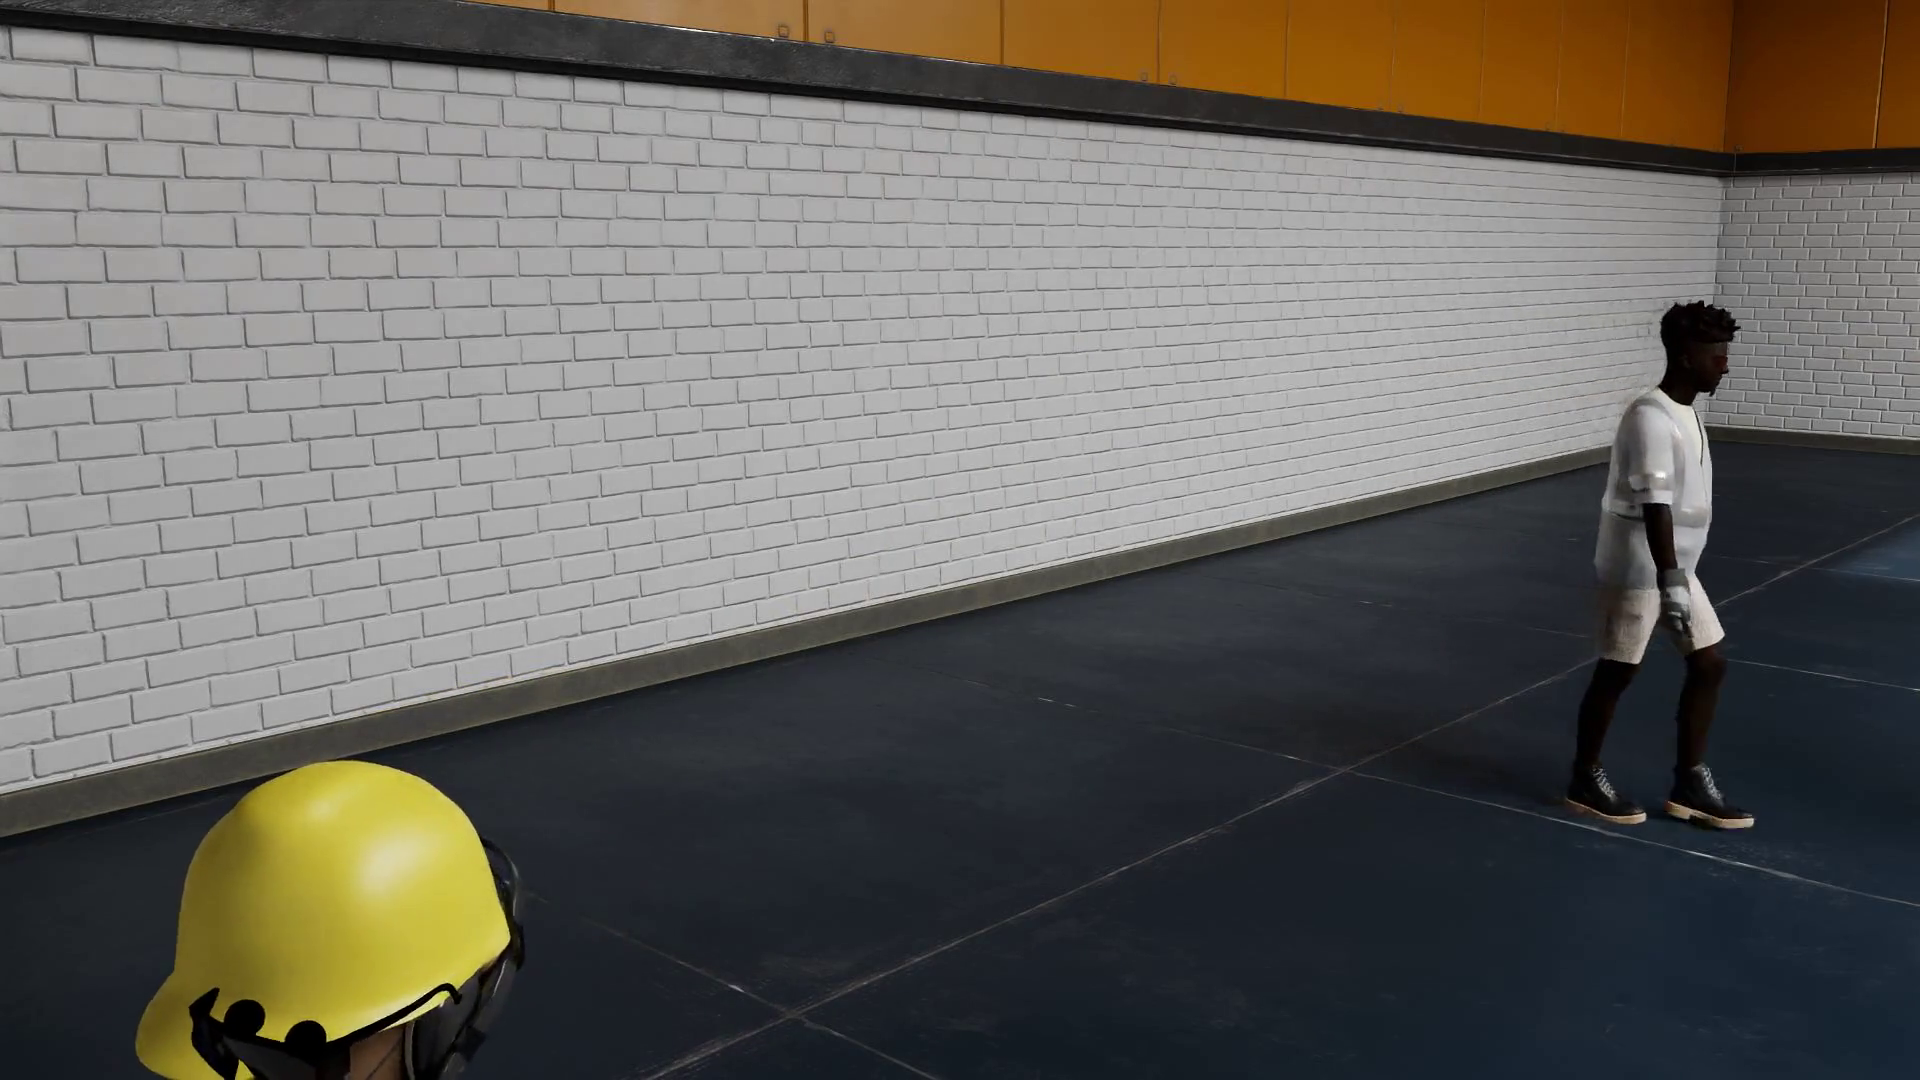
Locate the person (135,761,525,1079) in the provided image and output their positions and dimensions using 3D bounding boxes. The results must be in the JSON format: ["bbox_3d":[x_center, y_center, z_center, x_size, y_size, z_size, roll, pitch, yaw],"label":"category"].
[{"bbox_3d":[-0.438,1.023,1.345,0.533,1.765,0.329,2,10,13],"label":"person"}]

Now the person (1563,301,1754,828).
[{"bbox_3d":[2.602,0.118,6.003,0.790,1.930,0.632,9,14,43],"label":"person"}]
